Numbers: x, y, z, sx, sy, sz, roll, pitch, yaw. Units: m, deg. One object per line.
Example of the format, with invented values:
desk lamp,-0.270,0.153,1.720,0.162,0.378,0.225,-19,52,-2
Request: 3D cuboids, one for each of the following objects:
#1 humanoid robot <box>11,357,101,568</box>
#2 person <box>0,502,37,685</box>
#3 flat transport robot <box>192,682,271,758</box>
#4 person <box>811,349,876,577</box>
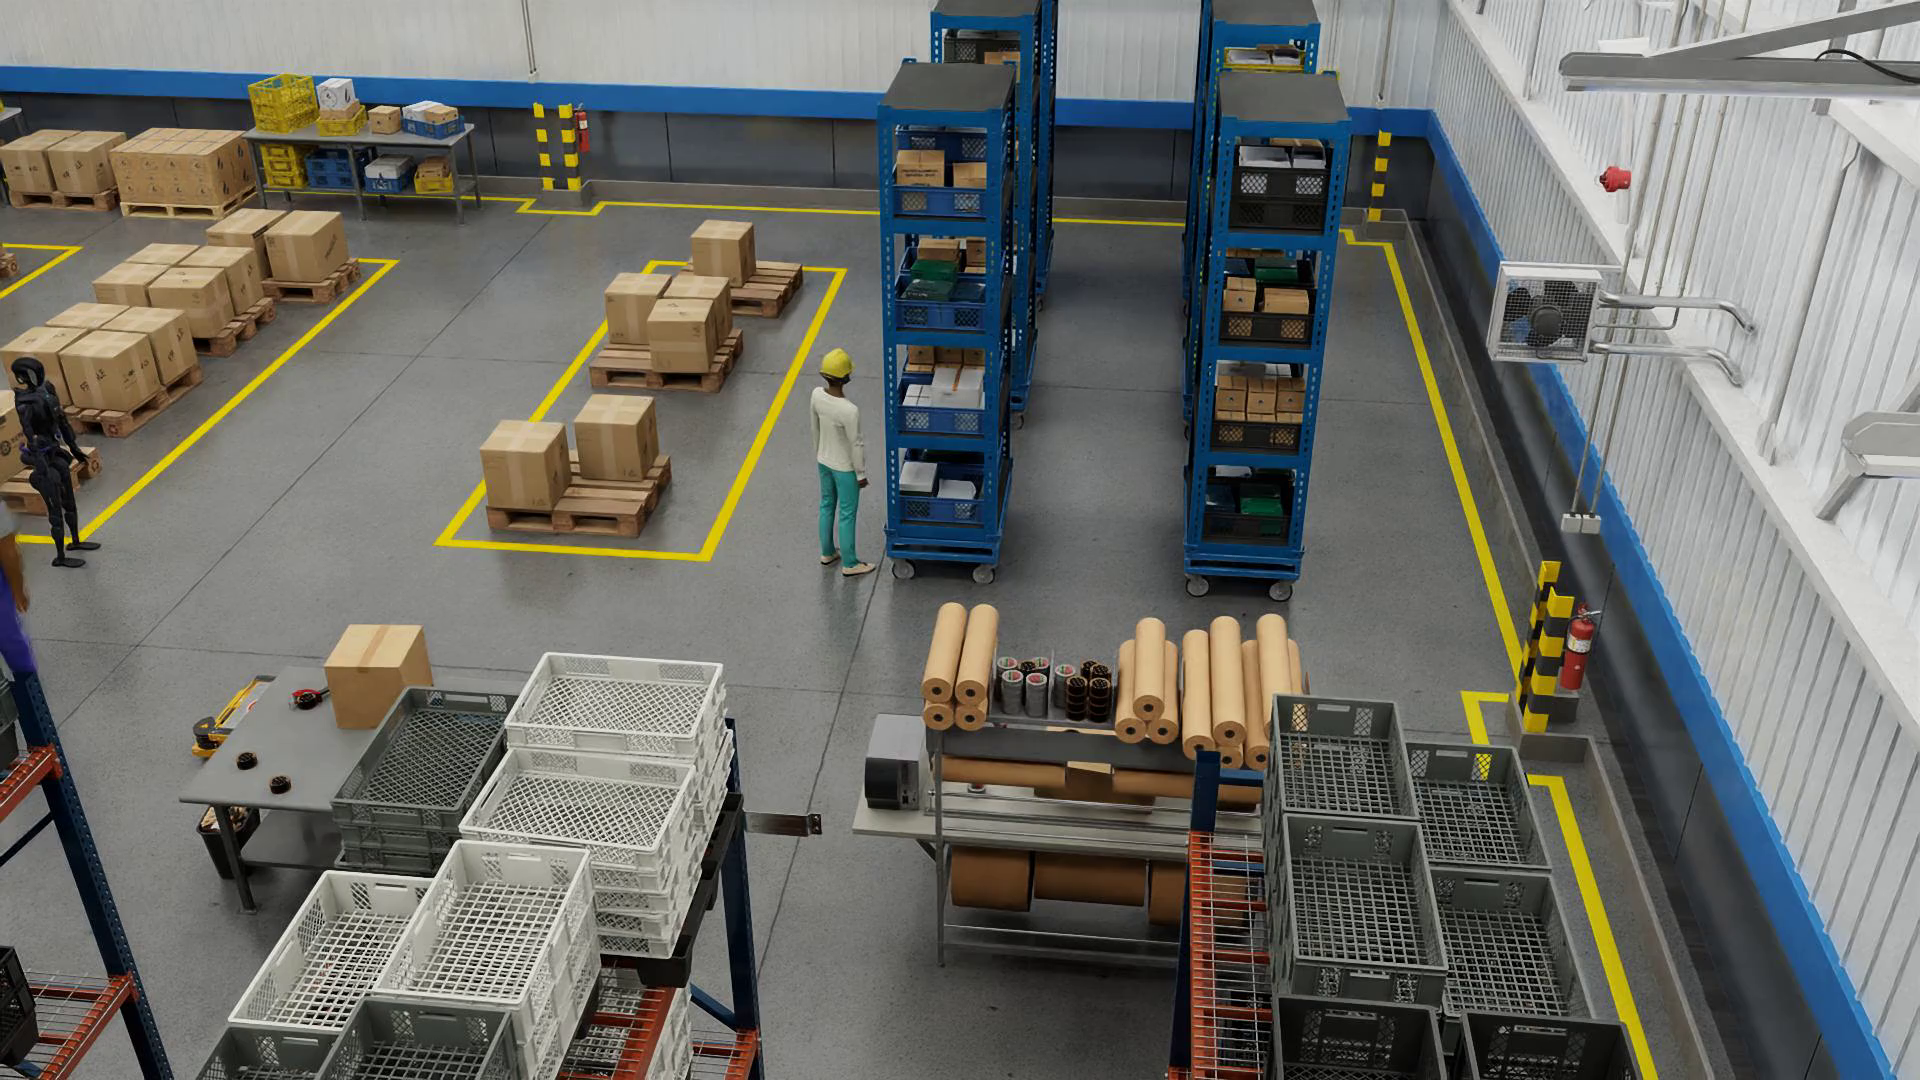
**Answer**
humanoid robot,-6.699,-0.589,12.284,0.357,1.650,0.562,-2,30,-3
person,-6.235,0.299,10.401,0.698,2.000,0.838,-8,31,-13
flat transport robot,-4.089,1.163,10.648,1.431,0.197,0.652,3,30,6
person,-0.869,-0.566,12.152,0.295,1.772,0.532,-25,38,-36
